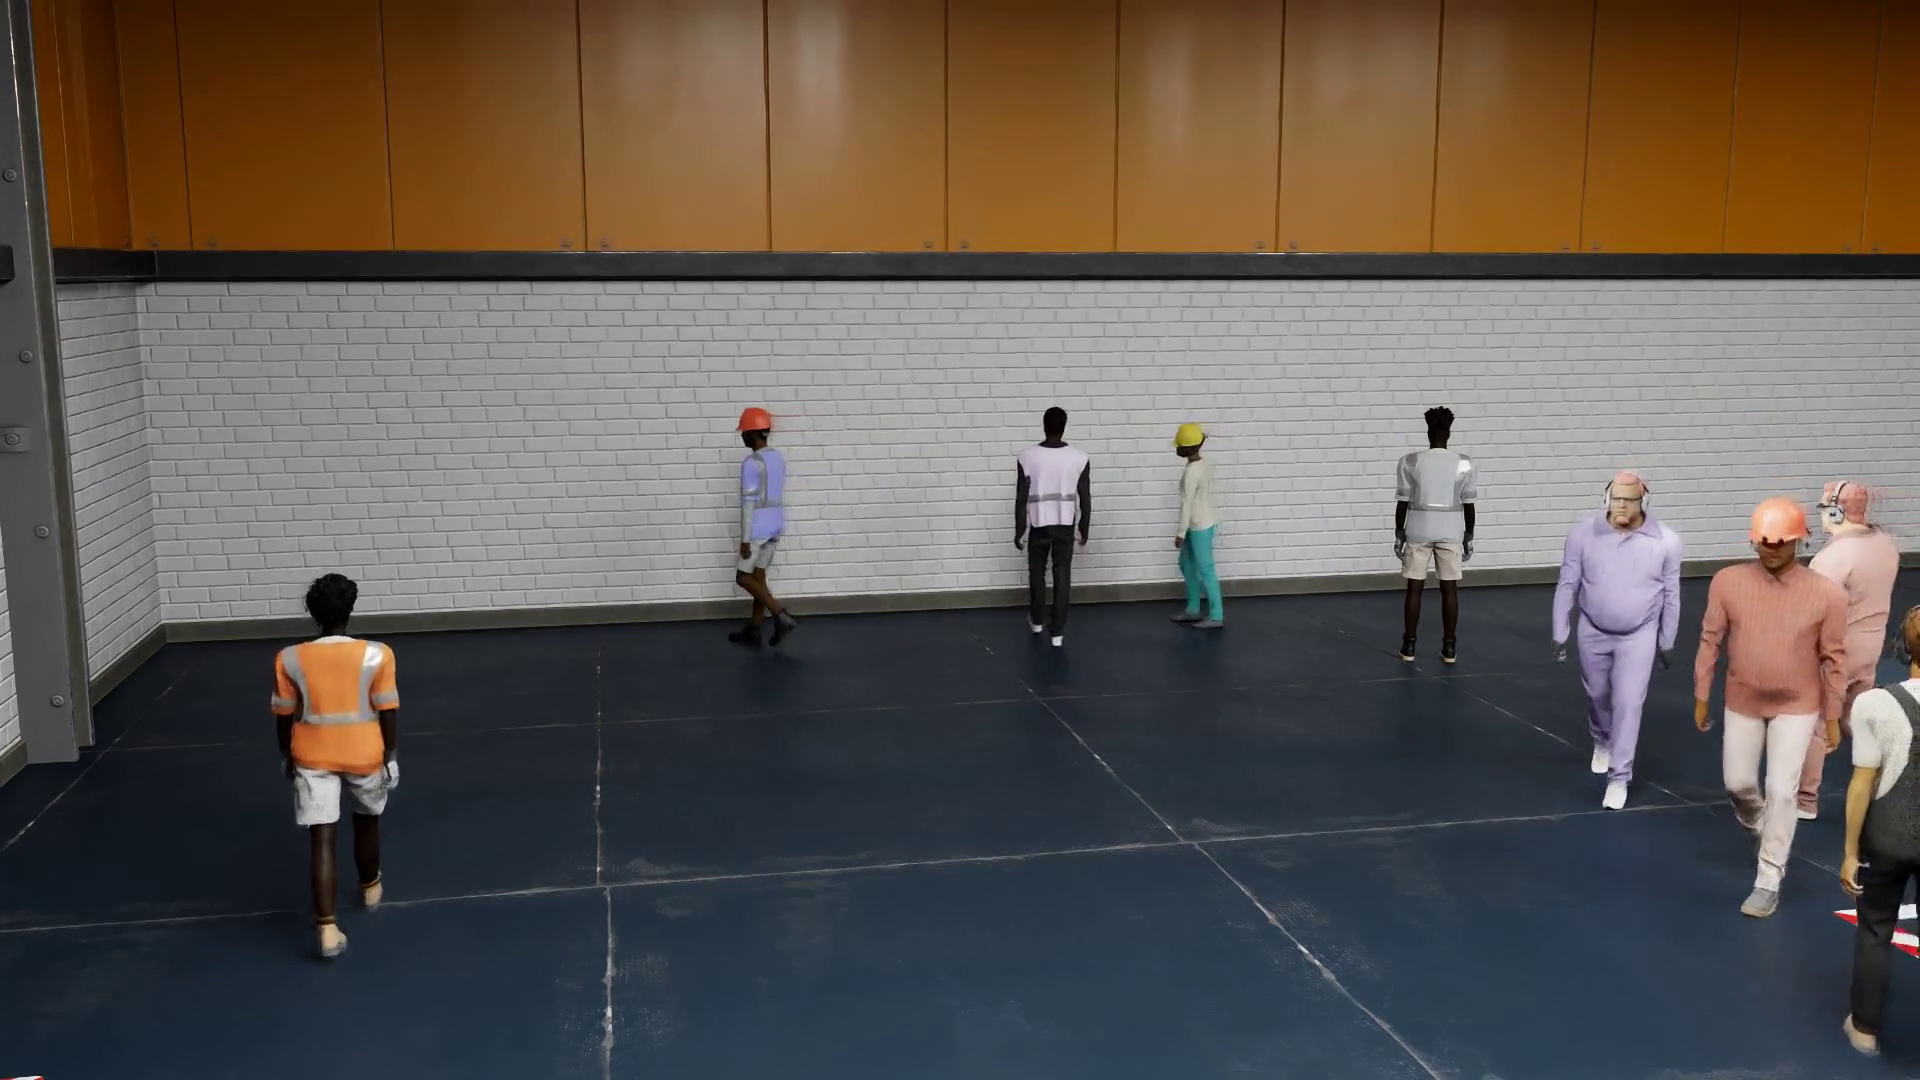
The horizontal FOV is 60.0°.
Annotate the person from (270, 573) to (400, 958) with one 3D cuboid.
[{"bbox_3d":[-2.782,0.971,7.441,0.545,1.651,0.866,-2,10,-15],"label":"person"}]

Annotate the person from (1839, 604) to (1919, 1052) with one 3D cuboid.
[{"bbox_3d":[3.483,1.135,6.019,0.519,1.811,0.920,3,10,17],"label":"person"}]

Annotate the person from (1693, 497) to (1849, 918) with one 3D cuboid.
[{"bbox_3d":[3.851,0.742,7.904,0.666,1.965,0.732,7,12,37],"label":"person"}]

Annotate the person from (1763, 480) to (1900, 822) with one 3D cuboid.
[{"bbox_3d":[4.752,0.623,8.860,0.652,1.881,0.689,-5,11,-30],"label":"person"}]

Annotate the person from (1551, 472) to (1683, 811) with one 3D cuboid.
[{"bbox_3d":[3.765,0.522,9.558,0.661,1.866,0.985,5,11,28],"label":"person"}]

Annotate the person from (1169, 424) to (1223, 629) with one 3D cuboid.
[{"bbox_3d":[1.942,-0.105,13.757,0.552,1.730,0.554,2,10,13],"label":"person"}]

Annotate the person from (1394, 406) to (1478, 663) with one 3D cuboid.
[{"bbox_3d":[3.614,-0.040,12.679,0.607,1.958,0.373,2,10,12],"label":"person"}]

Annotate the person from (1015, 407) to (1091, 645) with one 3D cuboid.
[{"bbox_3d":[0.750,-0.140,13.514,0.612,1.879,0.887,0,9,0],"label":"person"}]

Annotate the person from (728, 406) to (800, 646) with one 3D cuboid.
[{"bbox_3d":[-1.564,-0.095,13.104,0.665,1.922,0.563,4,10,24],"label":"person"}]
